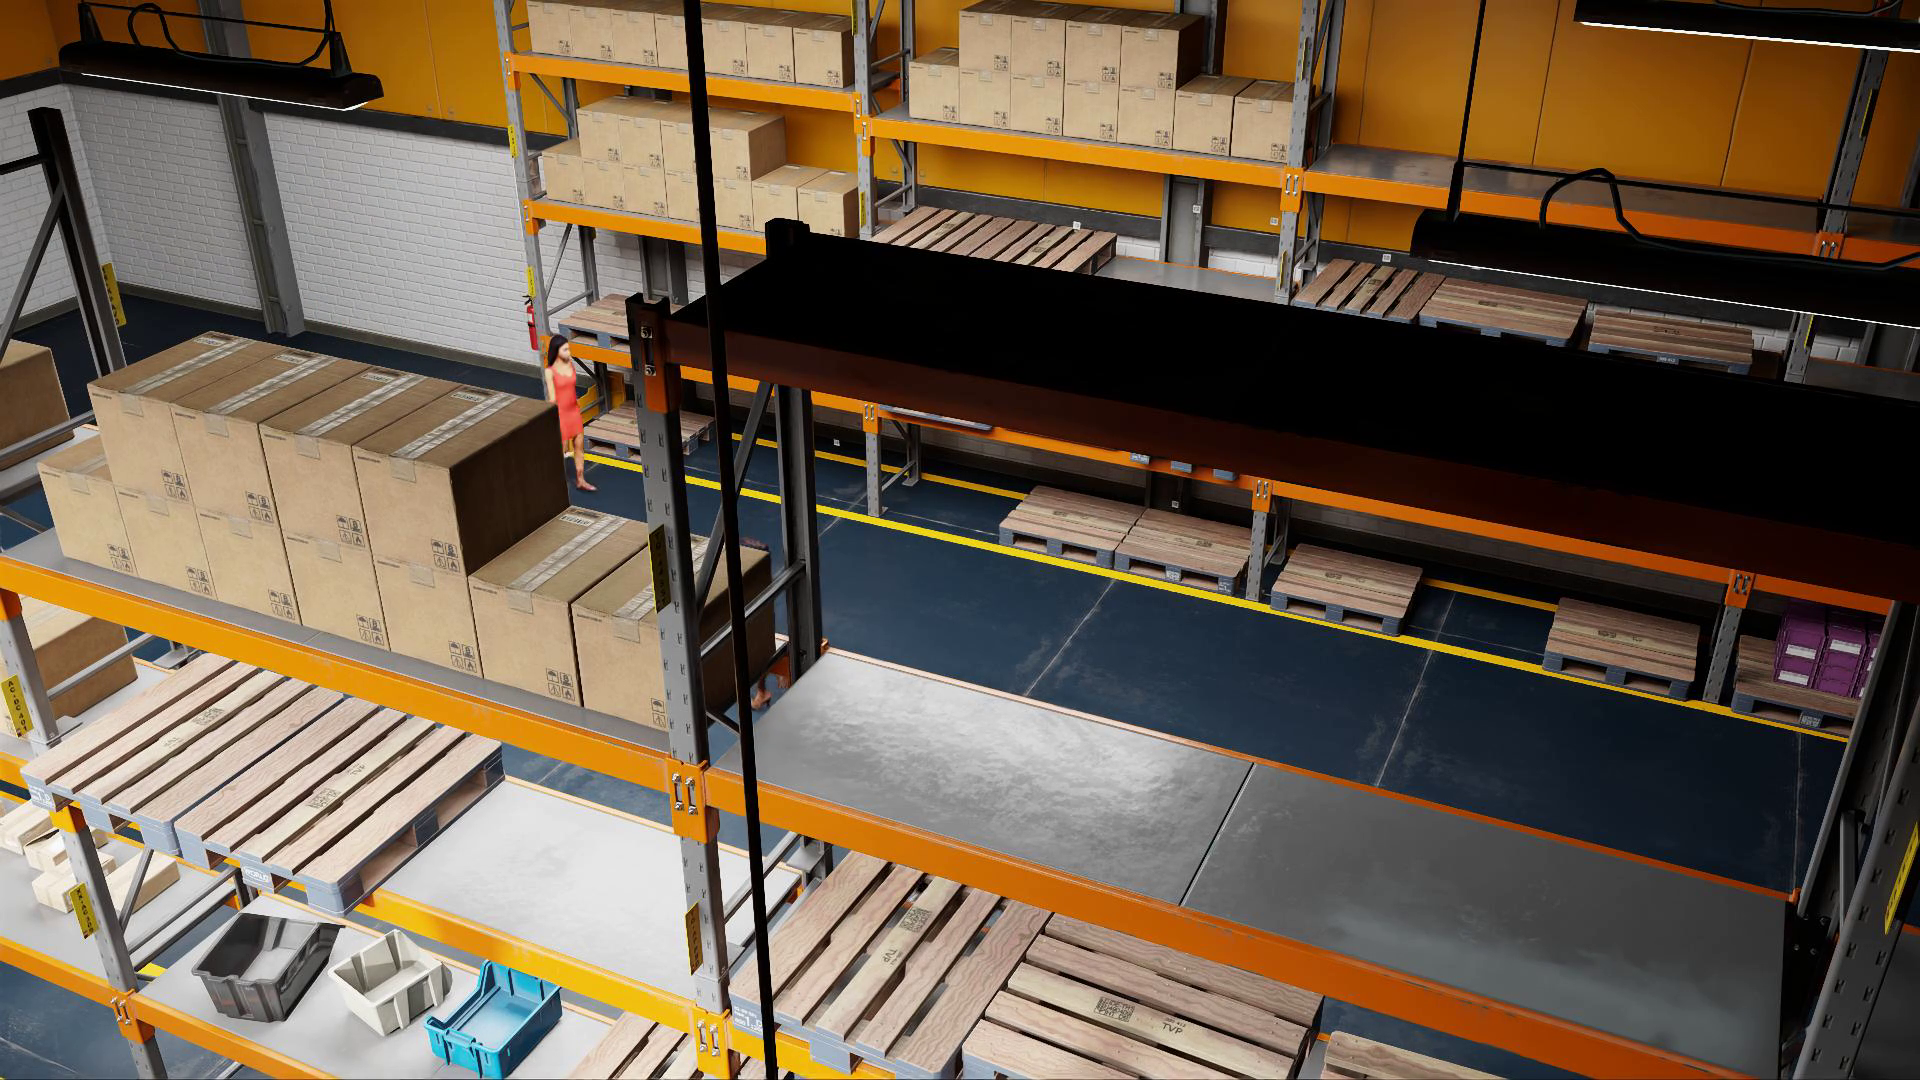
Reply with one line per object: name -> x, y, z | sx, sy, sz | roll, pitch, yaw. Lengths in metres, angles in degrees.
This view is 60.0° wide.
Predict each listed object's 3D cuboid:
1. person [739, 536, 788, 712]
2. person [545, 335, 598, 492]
person -> -1.617, 0.695, 13.641 | 0.806, 1.627, 0.721 | 0, 29, 0
person -> -4.159, -1.303, 17.226 | 0.946, 1.702, 0.629 | 15, 32, 25
